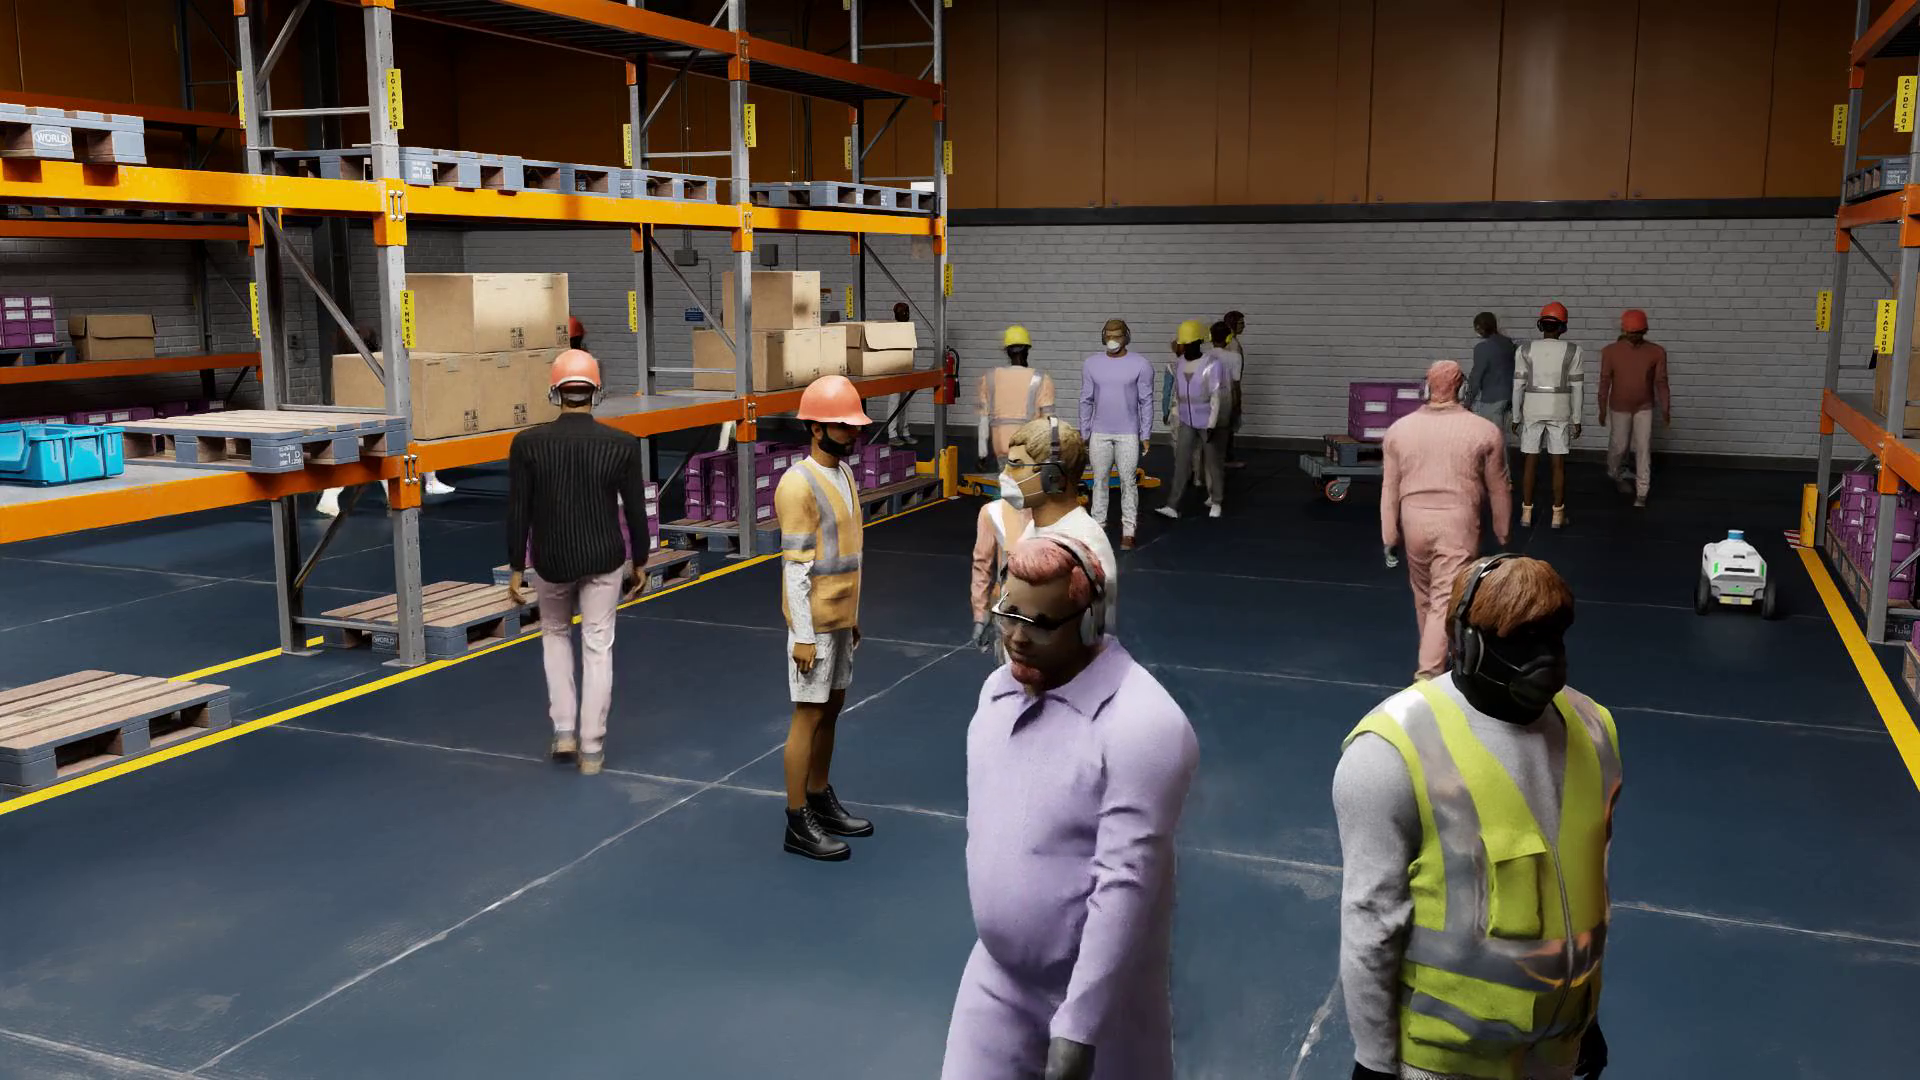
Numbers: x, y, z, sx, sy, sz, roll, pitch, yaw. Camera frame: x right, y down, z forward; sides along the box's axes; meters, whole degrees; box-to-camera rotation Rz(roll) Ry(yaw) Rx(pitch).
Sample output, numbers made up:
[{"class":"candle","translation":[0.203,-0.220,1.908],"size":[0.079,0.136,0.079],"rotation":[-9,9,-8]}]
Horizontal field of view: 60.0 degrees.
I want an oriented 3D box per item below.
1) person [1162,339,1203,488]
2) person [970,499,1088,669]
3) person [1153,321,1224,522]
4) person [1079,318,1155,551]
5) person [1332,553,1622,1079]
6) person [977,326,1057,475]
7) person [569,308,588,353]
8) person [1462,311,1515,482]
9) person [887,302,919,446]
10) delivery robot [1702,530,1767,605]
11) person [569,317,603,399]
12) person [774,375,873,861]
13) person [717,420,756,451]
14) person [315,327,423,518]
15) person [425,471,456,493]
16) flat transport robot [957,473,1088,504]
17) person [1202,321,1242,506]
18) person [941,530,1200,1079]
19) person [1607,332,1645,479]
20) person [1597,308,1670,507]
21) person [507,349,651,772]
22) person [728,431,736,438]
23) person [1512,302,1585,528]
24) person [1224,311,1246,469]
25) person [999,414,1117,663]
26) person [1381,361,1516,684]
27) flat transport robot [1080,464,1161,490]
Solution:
[{"class":"person","translation":[2.448,-1.328,17.580],"size":[0.611,1.618,0.564],"rotation":[-2,10,-12]},{"class":"person","translation":[0.308,0.382,7.273],"size":[0.519,1.598,0.852],"rotation":[1,9,8]},{"class":"person","translation":[2.193,-1.096,15.423],"size":[0.613,1.858,1.011],"rotation":[8,12,40]},{"class":"person","translation":[1.291,-0.874,13.851],"size":[0.637,1.936,0.355],"rotation":[3,10,20]},{"class":"person","translation":[1.006,0.933,3.193],"size":[0.624,1.845,0.430],"rotation":[-4,10,-24]},{"class":"person","translation":[0.495,-0.734,13.157],"size":[0.627,1.878,0.911],"rotation":[3,10,19]},{"class":"person","translation":[-4.009,-1.398,16.853],"size":[0.393,1.994,0.615],"rotation":[6,11,31]},{"class":"person","translation":[5.585,-1.453,17.500],"size":[0.540,1.890,0.676],"rotation":[9,13,43]},{"class":"person","translation":[-0.774,-2.194,22.012],"size":[0.350,1.882,0.583],"rotation":[7,11,35]},{"class":"delivery robot","translation":[5.298,0.176,11.387],"size":[0.477,0.478,0.707],"rotation":[3,10,19]},{"class":"person","translation":[-3.553,-1.091,15.303],"size":[0.554,1.929,0.640],"rotation":[6,11,31]},{"class":"person","translation":[-0.520,0.305,6.706],"size":[0.375,1.935,0.551],"rotation":[3,10,17]},{"class":"person","translation":[-2.743,-1.936,20.605],"size":[0.566,1.825,0.924],"rotation":[6,11,32]},{"class":"person","translation":[-5.609,-1.087,15.563],"size":[0.939,1.805,0.637],"rotation":[-5,11,-29]},{"class":"person","translation":[-5.600,-1.381,17.242],"size":[0.810,1.836,0.518],"rotation":[-3,10,-18]},{"class":"flat transport robot","translation":[0.615,-0.524,16.767],"size":[0.652,0.197,1.431],"rotation":[-6,11,-31]},{"class":"person","translation":[2.534,-1.269,16.618],"size":[0.561,1.809,0.942],"rotation":[1,9,9]},{"class":"person","translation":[0.233,0.888,3.489],"size":[0.991,1.850,0.622],"rotation":[-8,12,-39]},{"class":"person","translation":[7.458,-1.558,18.583],"size":[0.294,1.744,0.486],"rotation":[0,9,1]},{"class":"person","translation":[6.688,-1.327,16.538],"size":[0.680,1.958,0.705],"rotation":[3,10,15]},{"class":"person","translation":[-1.797,0.087,7.895],"size":[0.659,1.973,0.626],"rotation":[-2,10,-10]},{"class":"person","translation":[-3.059,-2.323,22.923],"size":[0.429,1.844,0.625],"rotation":[0,9,2]},{"class":"person","translation":[5.330,-1.132,15.093],"size":[0.614,2.041,0.393],"rotation":[4,10,25]},{"class":"person","translation":[3.162,-1.758,19.488],"size":[0.342,1.845,0.506],"rotation":[-1,9,-9]},{"class":"person","translation":[0.281,0.596,4.939],"size":[0.379,1.940,0.629],"rotation":[-1,9,-8]},{"class":"person","translation":[2.648,-0.042,9.047],"size":[0.656,1.853,0.986],"rotation":[6,11,34]},{"class":"flat transport robot","translation":[1.353,-0.650,17.529],"size":[1.431,0.197,0.652],"rotation":[-6,11,-31]}]
